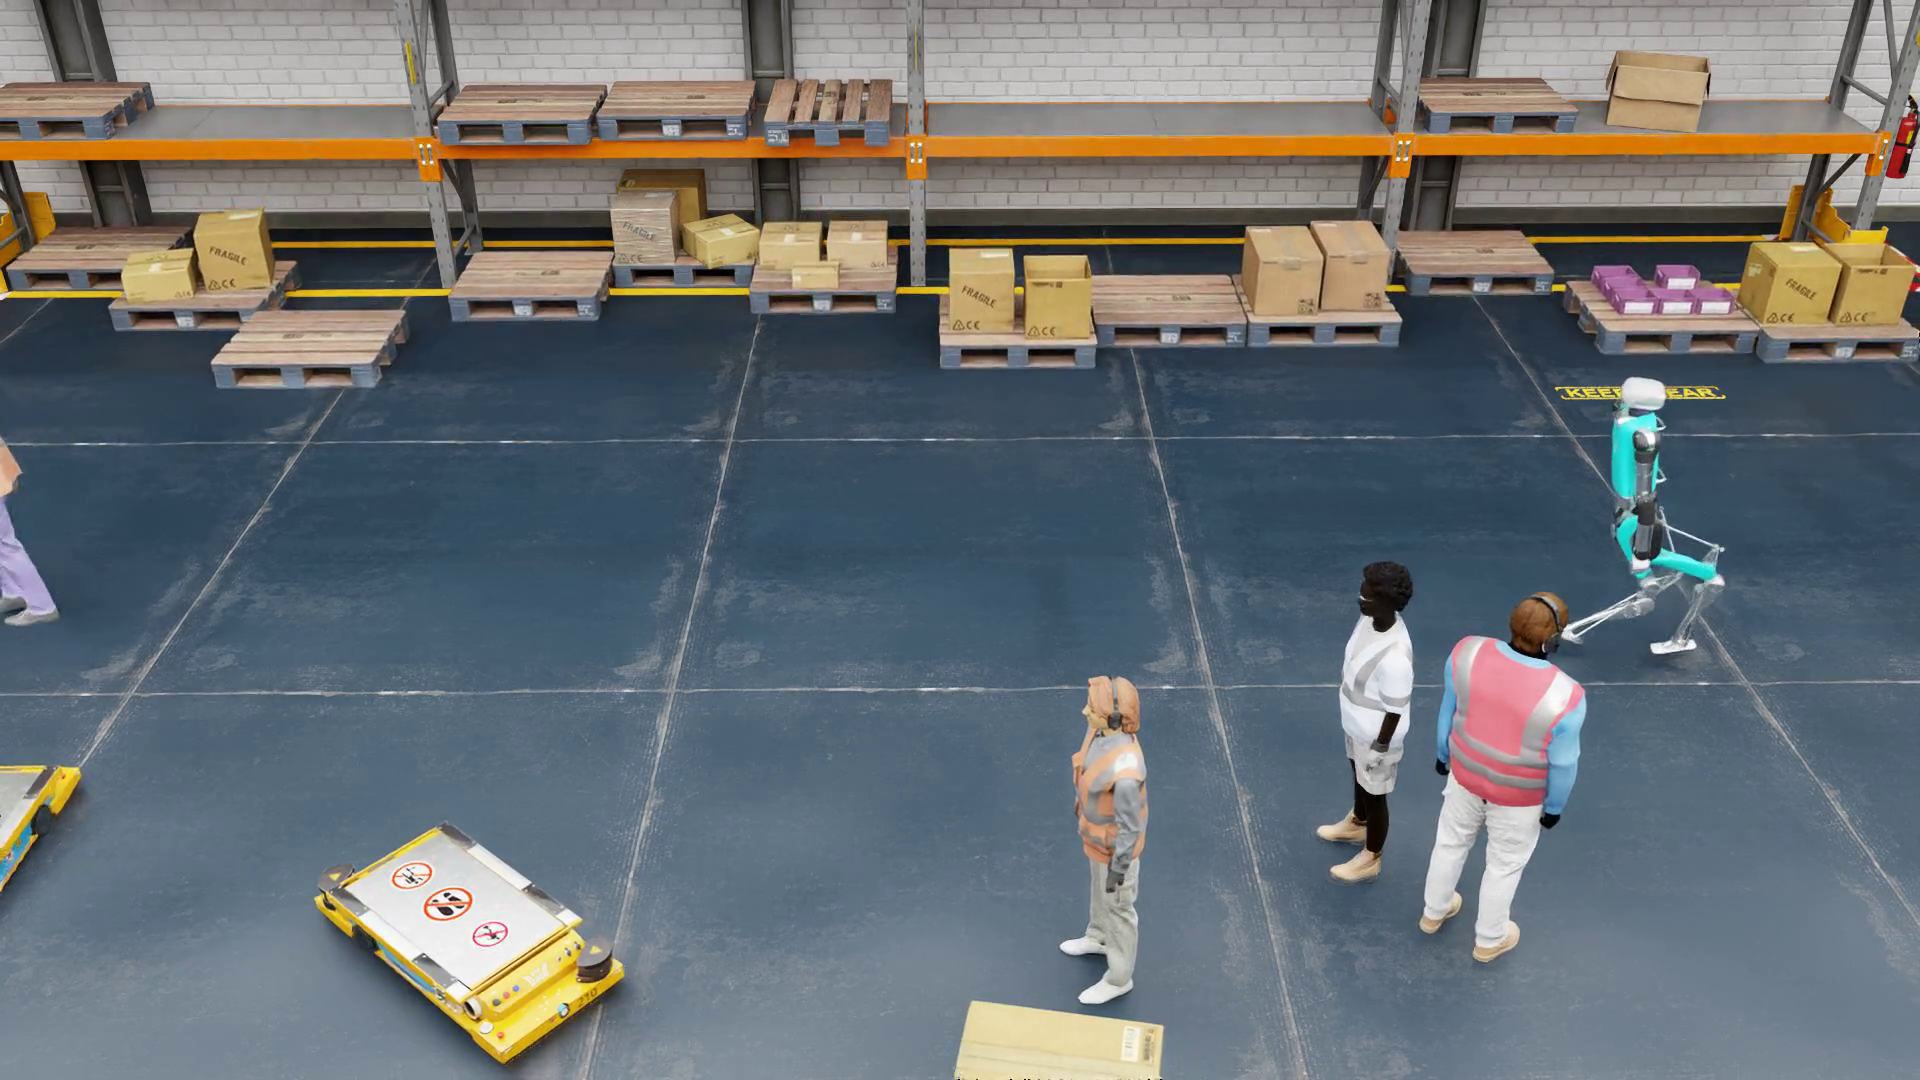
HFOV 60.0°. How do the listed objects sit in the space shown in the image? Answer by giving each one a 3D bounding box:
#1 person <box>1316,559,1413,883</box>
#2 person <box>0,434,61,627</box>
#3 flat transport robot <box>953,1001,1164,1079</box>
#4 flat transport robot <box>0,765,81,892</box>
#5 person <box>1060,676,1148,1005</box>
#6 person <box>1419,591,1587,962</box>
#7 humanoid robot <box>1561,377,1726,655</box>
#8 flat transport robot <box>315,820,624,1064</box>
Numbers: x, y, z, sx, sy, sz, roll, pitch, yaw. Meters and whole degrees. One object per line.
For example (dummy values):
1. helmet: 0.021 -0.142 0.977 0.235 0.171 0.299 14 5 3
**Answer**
1. person: 1.882 0.834 7.638 0.319 1.693 0.540 0 31 -1
2. person: -5.585 -0.267 9.346 0.586 1.816 0.566 -5 31 -9
3. flat transport robot: 0.345 2.708 5.903 1.431 0.231 0.659 5 31 8
4. flat transport robot: -4.815 1.520 7.880 0.659 0.231 1.431 -1 31 -1
5. person: 0.625 1.253 6.990 0.314 1.640 0.513 -4 31 -7
6. person: 2.348 1.021 7.200 0.628 1.836 0.432 27 40 37
7. humanoid robot: 3.853 -0.062 9.105 1.053 1.723 0.550 3 31 4
8. flat transport robot: -2.233 1.754 7.491 1.431 0.231 0.659 24 38 34
